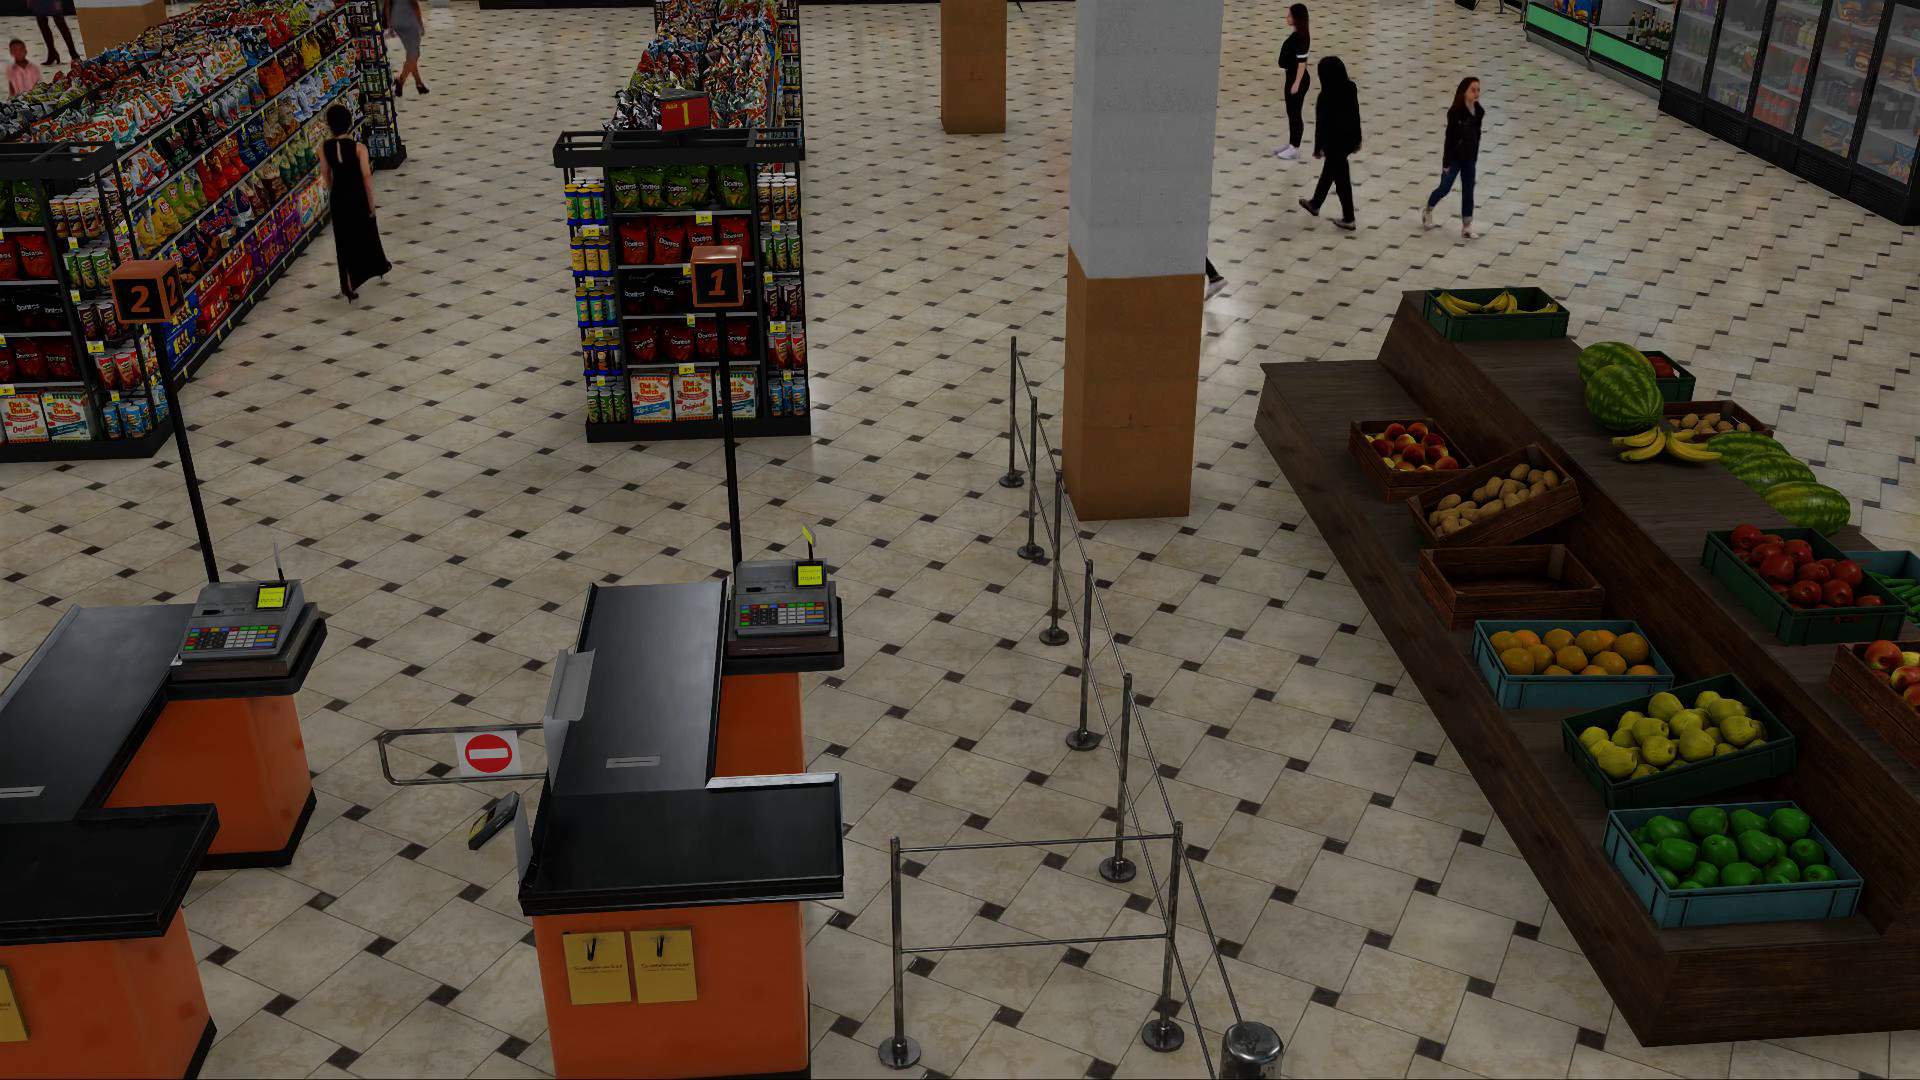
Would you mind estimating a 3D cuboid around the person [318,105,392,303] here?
[{"bbox_3d":[-5.042,-2.717,13.676,0.630,1.553,1.053,0,27,-1],"label":"person"}]

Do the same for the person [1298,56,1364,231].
[{"bbox_3d":[3.606,-3.674,15.549,1.021,1.564,1.119,-20,33,-34],"label":"person"}]

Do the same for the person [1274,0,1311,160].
[{"bbox_3d":[3.640,-4.974,18.031,0.693,1.639,0.554,1,27,2],"label":"person"}]

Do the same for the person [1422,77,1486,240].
[{"bbox_3d":[4.588,-3.554,15.437,0.755,1.452,1.041,-10,29,-19],"label":"person"}]

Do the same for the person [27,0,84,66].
[{"bbox_3d":[-12.494,-7.345,22.639,0.735,1.701,0.632,9,28,18],"label":"person"}]

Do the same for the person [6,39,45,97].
[{"bbox_3d":[-10.016,-4.725,17.912,0.601,1.303,0.634,-14,30,-26],"label":"person"}]

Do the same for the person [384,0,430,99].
[{"bbox_3d":[-6.868,-6.294,20.506,0.826,1.755,1.133,6,27,12],"label":"person"}]
